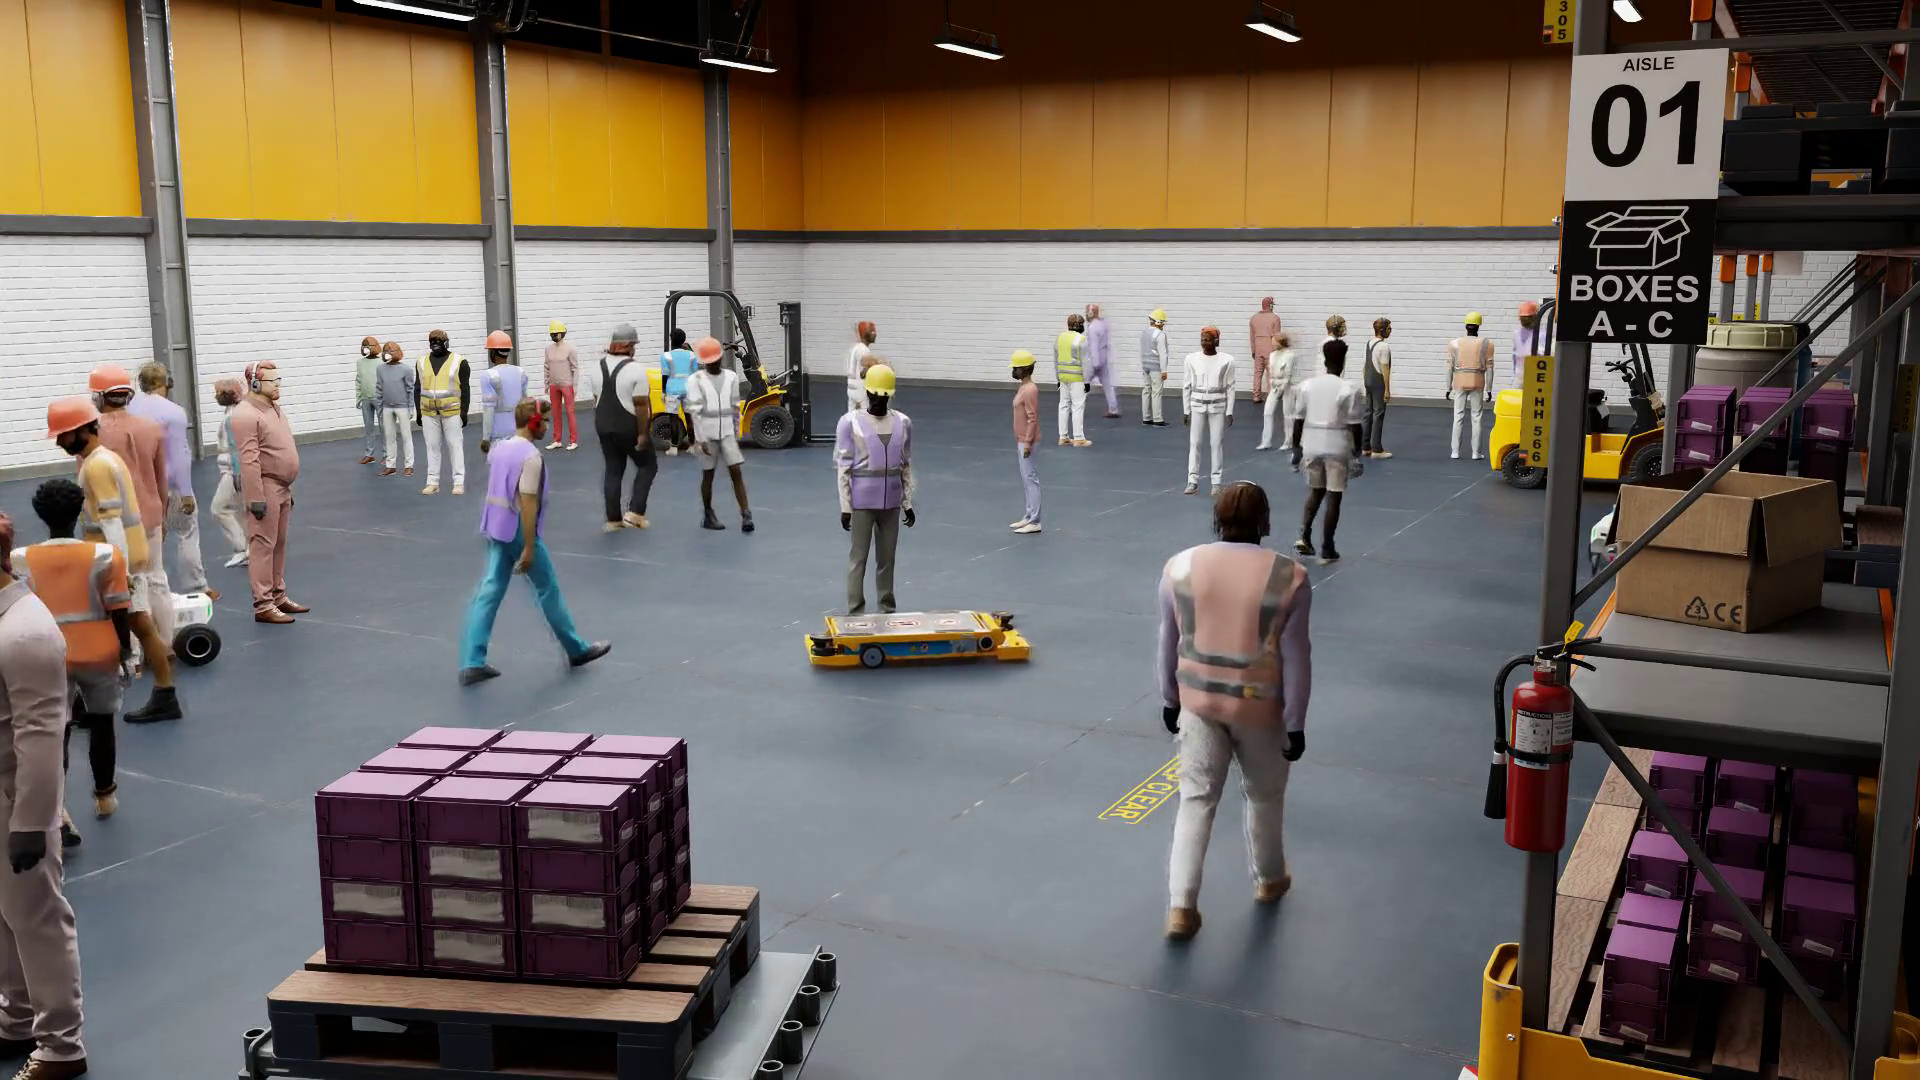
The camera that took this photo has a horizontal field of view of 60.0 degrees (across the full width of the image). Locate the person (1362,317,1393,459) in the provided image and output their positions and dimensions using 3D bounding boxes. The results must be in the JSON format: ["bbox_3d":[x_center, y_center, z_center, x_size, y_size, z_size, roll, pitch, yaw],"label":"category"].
[{"bbox_3d":[5.477,-1.991,21.821,0.327,1.843,0.516,-3,10,-19],"label":"person"}]

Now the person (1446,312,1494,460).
[{"bbox_3d":[6.626,-2.000,21.636,0.595,1.925,0.371,4,11,21],"label":"person"}]

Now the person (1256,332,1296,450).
[{"bbox_3d":[4.294,-2.002,22.546,0.694,1.609,0.507,-7,12,-34],"label":"person"}]

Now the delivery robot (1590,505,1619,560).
[{"bbox_3d":[5.565,-0.056,14.063,0.477,0.478,0.707,5,10,29],"label":"delivery robot"}]

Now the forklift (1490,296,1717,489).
[{"bbox_3d":[7.296,-1.677,18.993,2.313,2.155,1.214,5,11,27],"label":"forklift"}]

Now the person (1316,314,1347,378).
[{"bbox_3d":[4.527,-1.776,20.306,0.376,1.940,0.627,-1,10,-4],"label":"person"}]

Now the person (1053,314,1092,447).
[{"bbox_3d":[1.594,-2.225,23.197,0.429,1.839,0.634,-9,13,-41],"label":"person"}]

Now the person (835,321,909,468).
[{"bbox_3d":[-1.126,-1.798,20.723,0.964,1.832,0.602,-2,10,-13],"label":"person"}]

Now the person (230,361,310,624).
[{"bbox_3d":[-5.038,-0.353,12.166,0.409,1.909,0.642,-1,10,-4],"label":"person"}]

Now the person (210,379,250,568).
[{"bbox_3d":[-6.206,-0.560,14.163,0.410,1.624,0.552,-3,10,-18],"label":"person"}]

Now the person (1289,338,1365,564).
[{"bbox_3d":[3.206,-0.772,14.449,0.619,1.946,0.437,8,13,40],"label":"person"}]

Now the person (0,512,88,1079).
[{"bbox_3d":[-3.087,0.835,5.319,0.654,1.918,0.407,8,13,40],"label":"person"}]

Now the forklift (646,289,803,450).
[{"bbox_3d":[-3.358,-2.392,23.136,2.313,2.155,1.214,-1,10,-5],"label":"forklift"}]

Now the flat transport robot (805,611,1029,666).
[{"bbox_3d":[-0.301,0.646,11.106,1.431,0.197,0.652,-2,10,-9],"label":"flat transport robot"}]

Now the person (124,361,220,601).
[{"bbox_3d":[-6.050,-0.385,12.425,0.670,1.893,0.916,4,11,22],"label":"person"}]

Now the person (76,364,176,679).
[{"bbox_3d":[-5.291,-0.115,10.525,0.390,1.995,0.613,5,11,28],"label":"person"}]

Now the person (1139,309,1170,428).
[{"bbox_3d":[3.019,-2.650,25.708,0.404,1.821,0.587,-5,11,-28],"label":"person"}]

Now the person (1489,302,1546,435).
[{"bbox_3d":[7.960,-2.340,23.434,1.057,1.983,0.625,-7,12,-36],"label":"person"}]

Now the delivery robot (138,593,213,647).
[{"bbox_3d":[-5.278,0.503,10.845,0.707,0.478,0.477,-7,12,-33],"label":"delivery robot"}]

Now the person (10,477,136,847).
[{"bbox_3d":[-4.075,0.552,7.616,0.539,1.667,0.777,-4,11,-21],"label":"person"}]

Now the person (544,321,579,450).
[{"bbox_3d":[-5.455,-2.103,22.700,0.533,1.766,0.326,4,10,21],"label":"person"}]

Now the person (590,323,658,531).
[{"bbox_3d":[-3.221,-1.093,16.058,0.695,2.000,0.536,5,11,26],"label":"person"}]

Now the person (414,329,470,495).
[{"bbox_3d":[-5.766,-1.417,18.512,0.627,1.844,0.429,0,10,1],"label":"person"}]

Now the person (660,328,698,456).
[{"bbox_3d":[-3.720,-1.956,22.042,0.537,1.700,0.318,-6,12,-33],"label":"person"}]

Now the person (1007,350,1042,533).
[{"bbox_3d":[0.616,-0.945,16.005,0.329,1.765,0.533,-1,10,-4],"label":"person"}]

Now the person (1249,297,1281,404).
[{"bbox_3d":[5.475,-3.374,29.653,0.641,1.909,0.409,9,13,42],"label":"person"}]

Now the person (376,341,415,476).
[{"bbox_3d":[-6.802,-1.581,20.057,0.501,1.633,0.283,2,10,12],"label":"person"}]

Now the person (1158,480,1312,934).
[{"bbox_3d":[1.097,0.652,6.664,0.644,1.807,0.871,5,11,25],"label":"person"}]

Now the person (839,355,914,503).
[{"bbox_3d":[-0.887,-1.184,17.837,0.800,1.600,0.496,-1,10,-6],"label":"person"}]

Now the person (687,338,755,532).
[{"bbox_3d":[-2.302,-0.988,15.932,0.562,1.878,0.840,-5,11,-29],"label":"person"}]

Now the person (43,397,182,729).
[{"bbox_3d":[-4.889,0.135,9.399,0.854,1.877,0.568,-3,10,-18],"label":"person"}]

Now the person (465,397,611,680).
[{"bbox_3d":[-2.755,-0.012,10.555,0.999,1.776,0.597,-9,13,-41],"label":"person"}]

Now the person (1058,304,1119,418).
[{"bbox_3d":[2.144,-2.916,27.170,1.041,1.849,0.642,5,11,27],"label":"person"}]

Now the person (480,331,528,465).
[{"bbox_3d":[-4.437,-1.057,16.150,0.359,1.938,0.547,6,11,31],"label":"person"}]

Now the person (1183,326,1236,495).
[{"bbox_3d":[2.768,-1.440,18.529,0.574,1.881,0.358,3,10,15],"label":"person"}]

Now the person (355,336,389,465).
[{"bbox_3d":[-7.464,-1.773,21.168,0.499,1.634,0.279,2,10,14],"label":"person"}]

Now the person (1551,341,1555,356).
[{"bbox_3d":[8.462,-2.188,23.148,0.591,1.777,0.938,7,12,36],"label":"person"}]

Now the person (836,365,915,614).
[{"bbox_3d":[-0.576,-0.267,11.632,0.584,1.919,0.381,-6,12,-32],"label":"person"}]
